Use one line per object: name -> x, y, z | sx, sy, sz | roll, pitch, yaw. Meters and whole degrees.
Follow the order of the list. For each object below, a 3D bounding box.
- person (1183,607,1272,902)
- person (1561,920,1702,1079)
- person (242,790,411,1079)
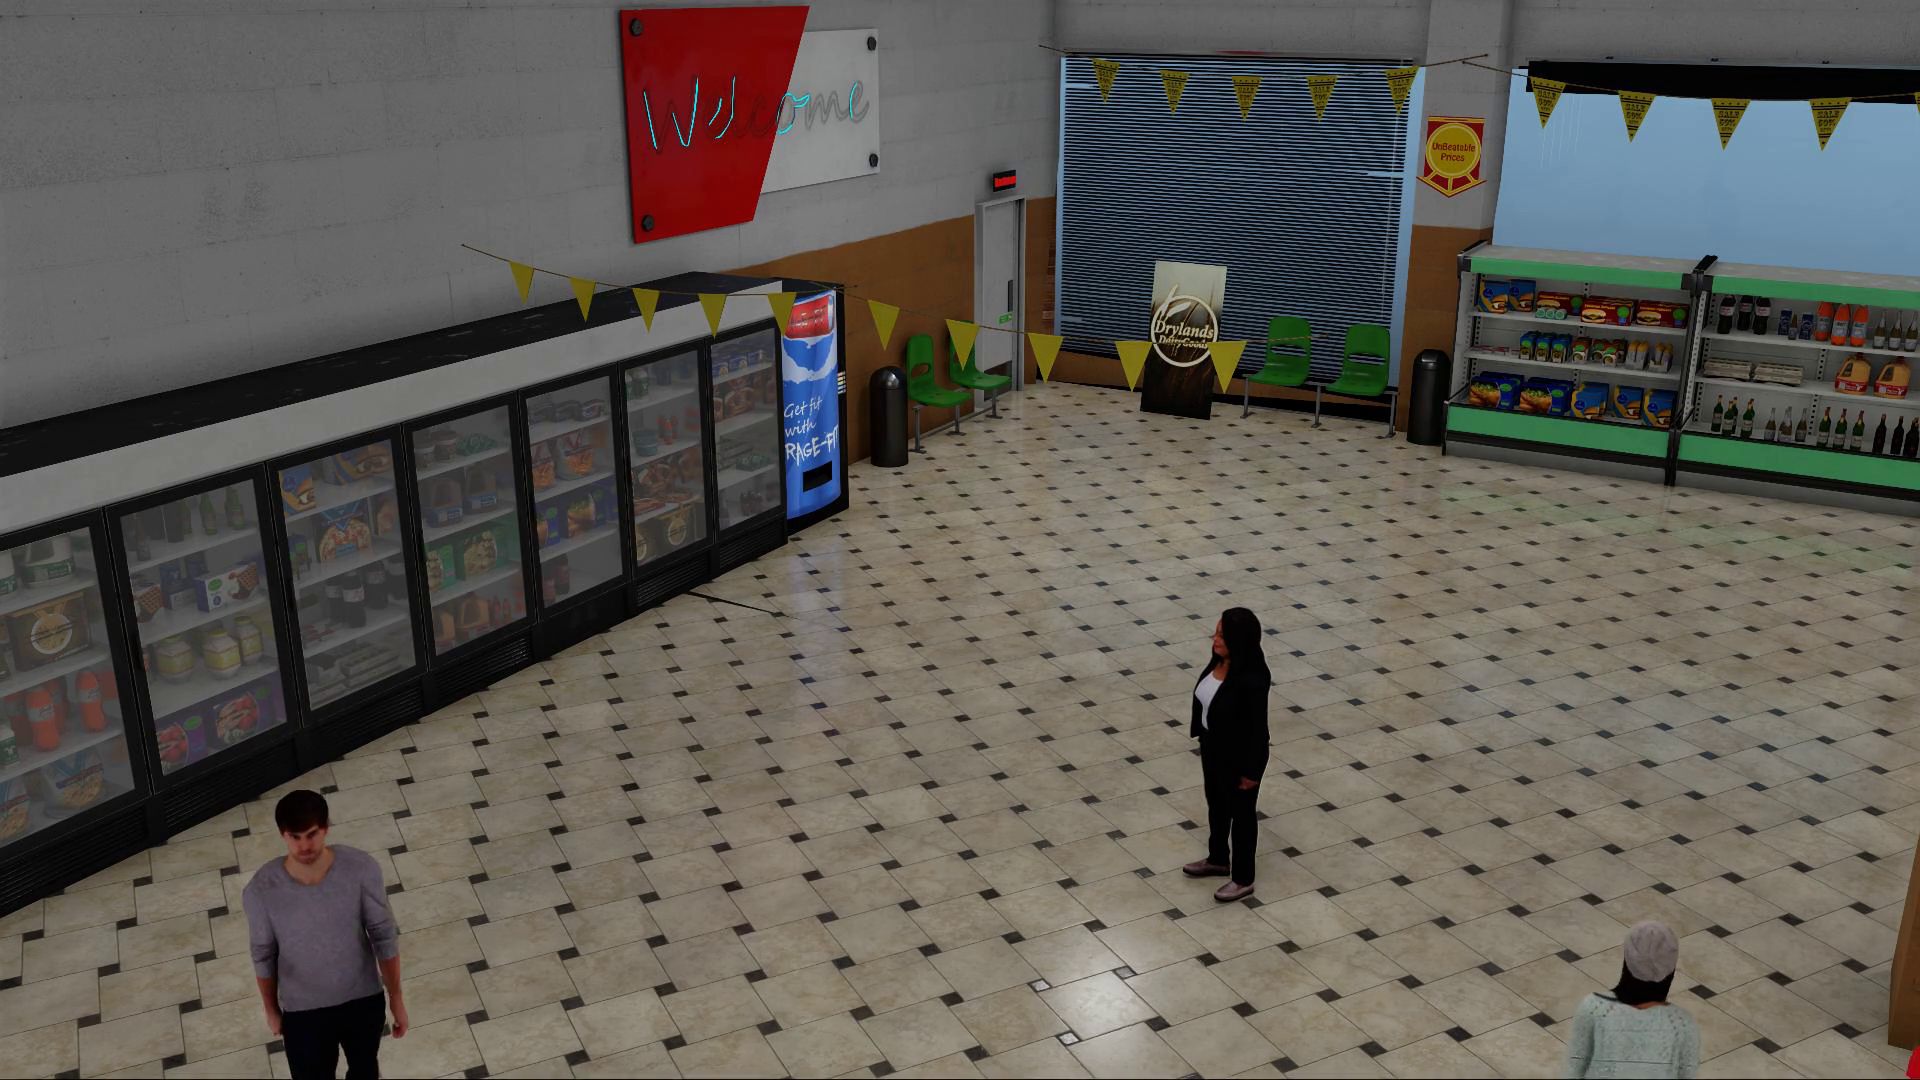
person -> 1.440, 1.107, 8.763 | 0.828, 1.617, 0.745 | -8, 20, -23
person -> 2.321, 2.090, 5.814 | 0.766, 1.638, 0.689 | 8, 20, 22
person -> -2.466, 1.764, 6.530 | 1.031, 1.798, 1.212 | -10, 21, -28
